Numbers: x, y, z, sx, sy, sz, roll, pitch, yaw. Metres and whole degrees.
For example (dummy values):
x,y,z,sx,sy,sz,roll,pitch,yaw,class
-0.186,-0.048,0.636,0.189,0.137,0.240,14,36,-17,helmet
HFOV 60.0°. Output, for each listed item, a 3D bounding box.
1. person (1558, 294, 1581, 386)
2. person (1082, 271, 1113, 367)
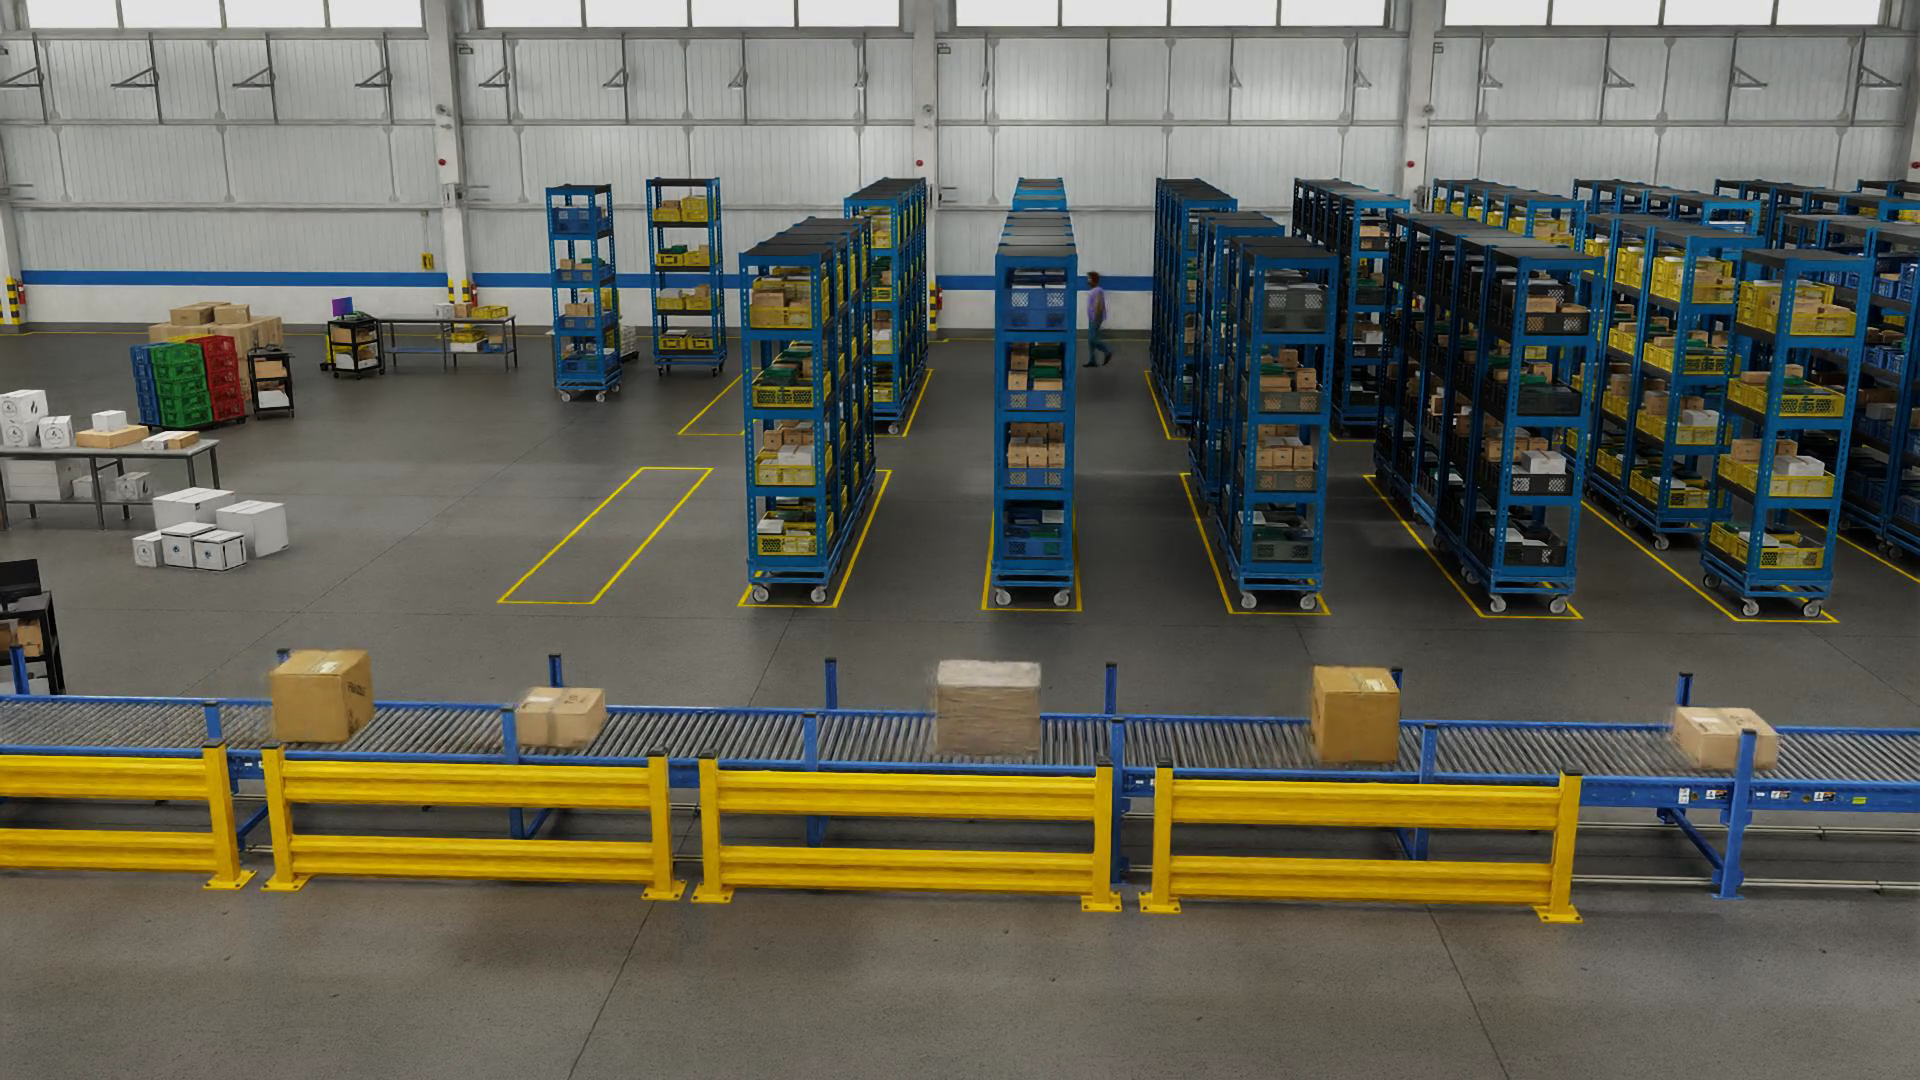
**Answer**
x,y,z,sx,sy,sz,roll,pitch,yaw,class
9.918,-3.074,27.187,0.391,1.986,0.609,-3,15,-10,person
2.594,-4.184,31.585,0.469,1.834,0.587,-3,15,-9,person
